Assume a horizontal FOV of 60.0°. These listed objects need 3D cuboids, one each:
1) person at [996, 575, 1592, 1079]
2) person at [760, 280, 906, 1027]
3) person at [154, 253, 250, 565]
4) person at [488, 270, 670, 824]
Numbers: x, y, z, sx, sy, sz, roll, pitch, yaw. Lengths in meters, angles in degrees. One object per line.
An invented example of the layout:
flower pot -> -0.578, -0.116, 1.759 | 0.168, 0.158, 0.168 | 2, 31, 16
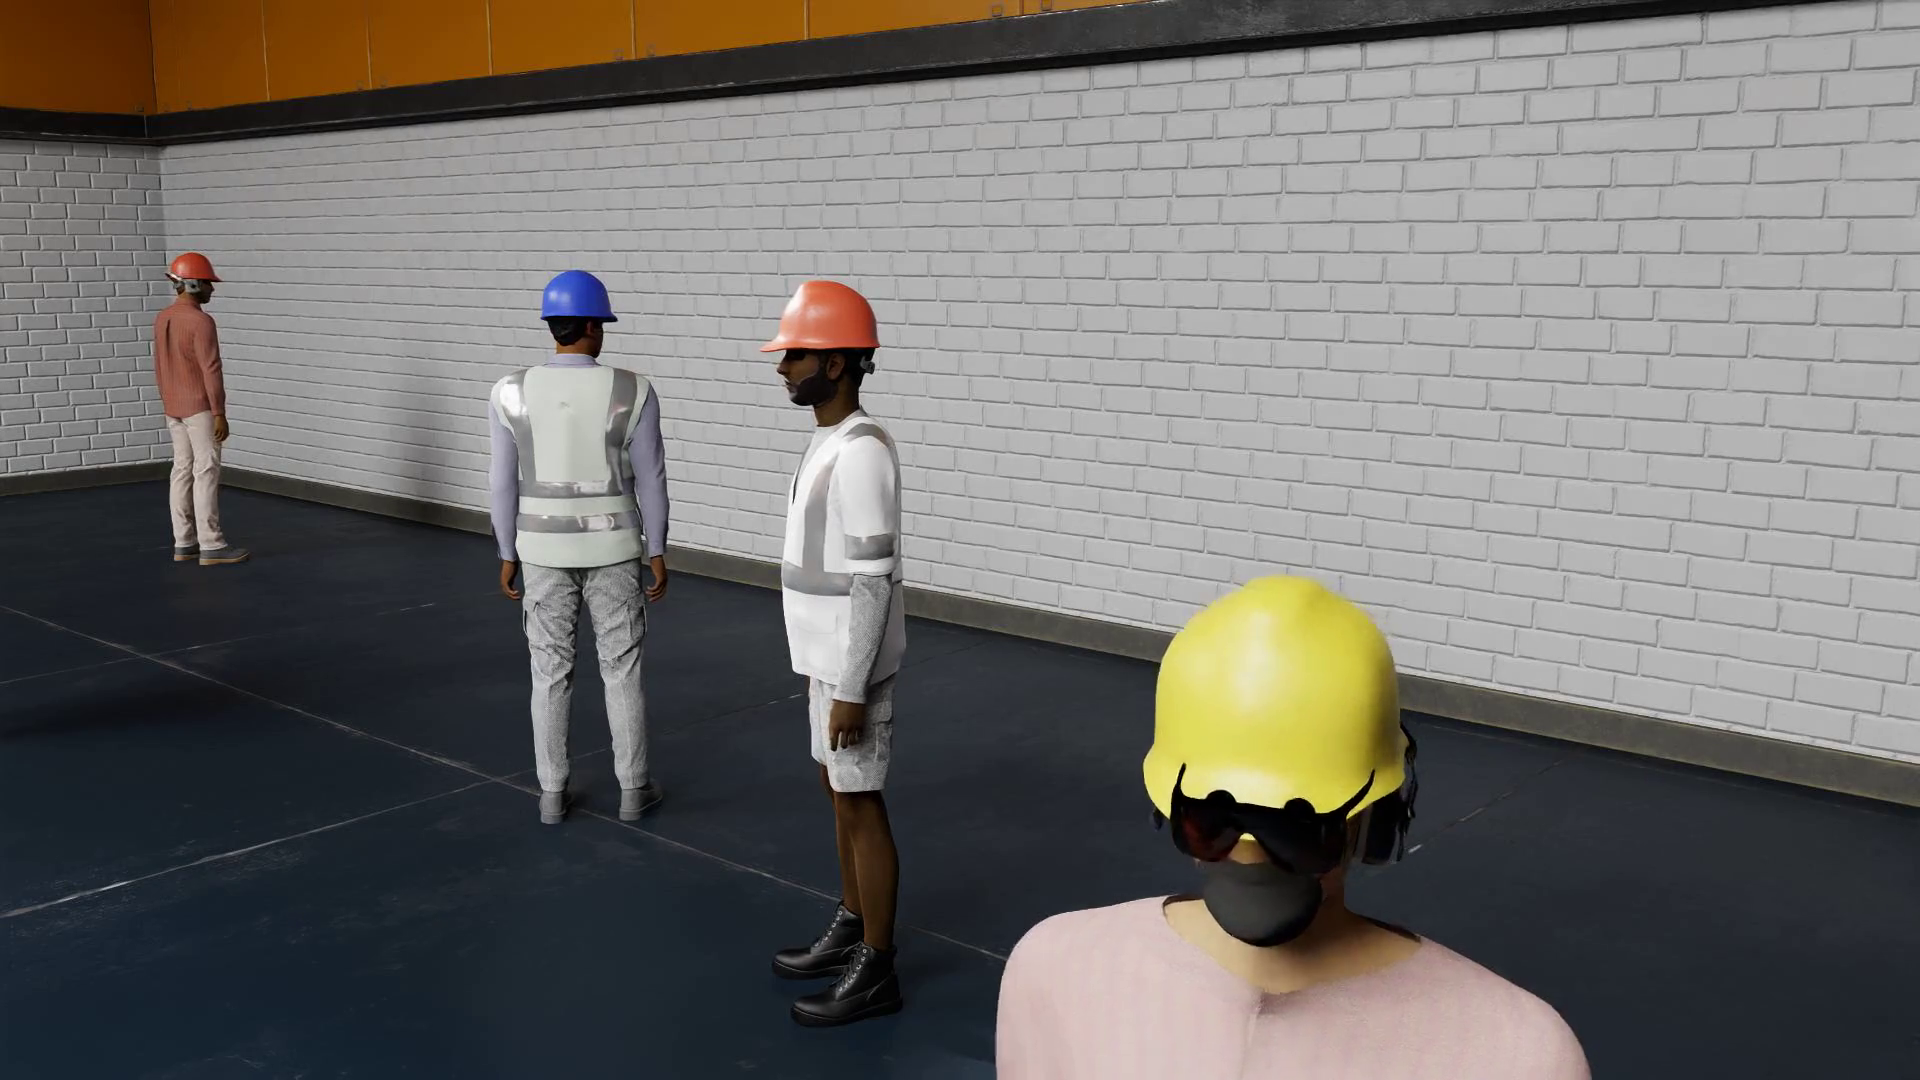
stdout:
person -> 0.253, 0.897, 1.471 | 0.535, 1.765, 0.328 | 4, 11, 21
person -> -0.327, 0.301, 4.358 | 0.361, 1.939, 0.543 | -2, 10, -13
person -> -4.902, -0.840, 10.700 | 0.618, 1.990, 0.394 | 7, 12, 35
person -> -1.328, 0.034, 5.861 | 0.615, 1.942, 0.398 | -1, 10, -4
